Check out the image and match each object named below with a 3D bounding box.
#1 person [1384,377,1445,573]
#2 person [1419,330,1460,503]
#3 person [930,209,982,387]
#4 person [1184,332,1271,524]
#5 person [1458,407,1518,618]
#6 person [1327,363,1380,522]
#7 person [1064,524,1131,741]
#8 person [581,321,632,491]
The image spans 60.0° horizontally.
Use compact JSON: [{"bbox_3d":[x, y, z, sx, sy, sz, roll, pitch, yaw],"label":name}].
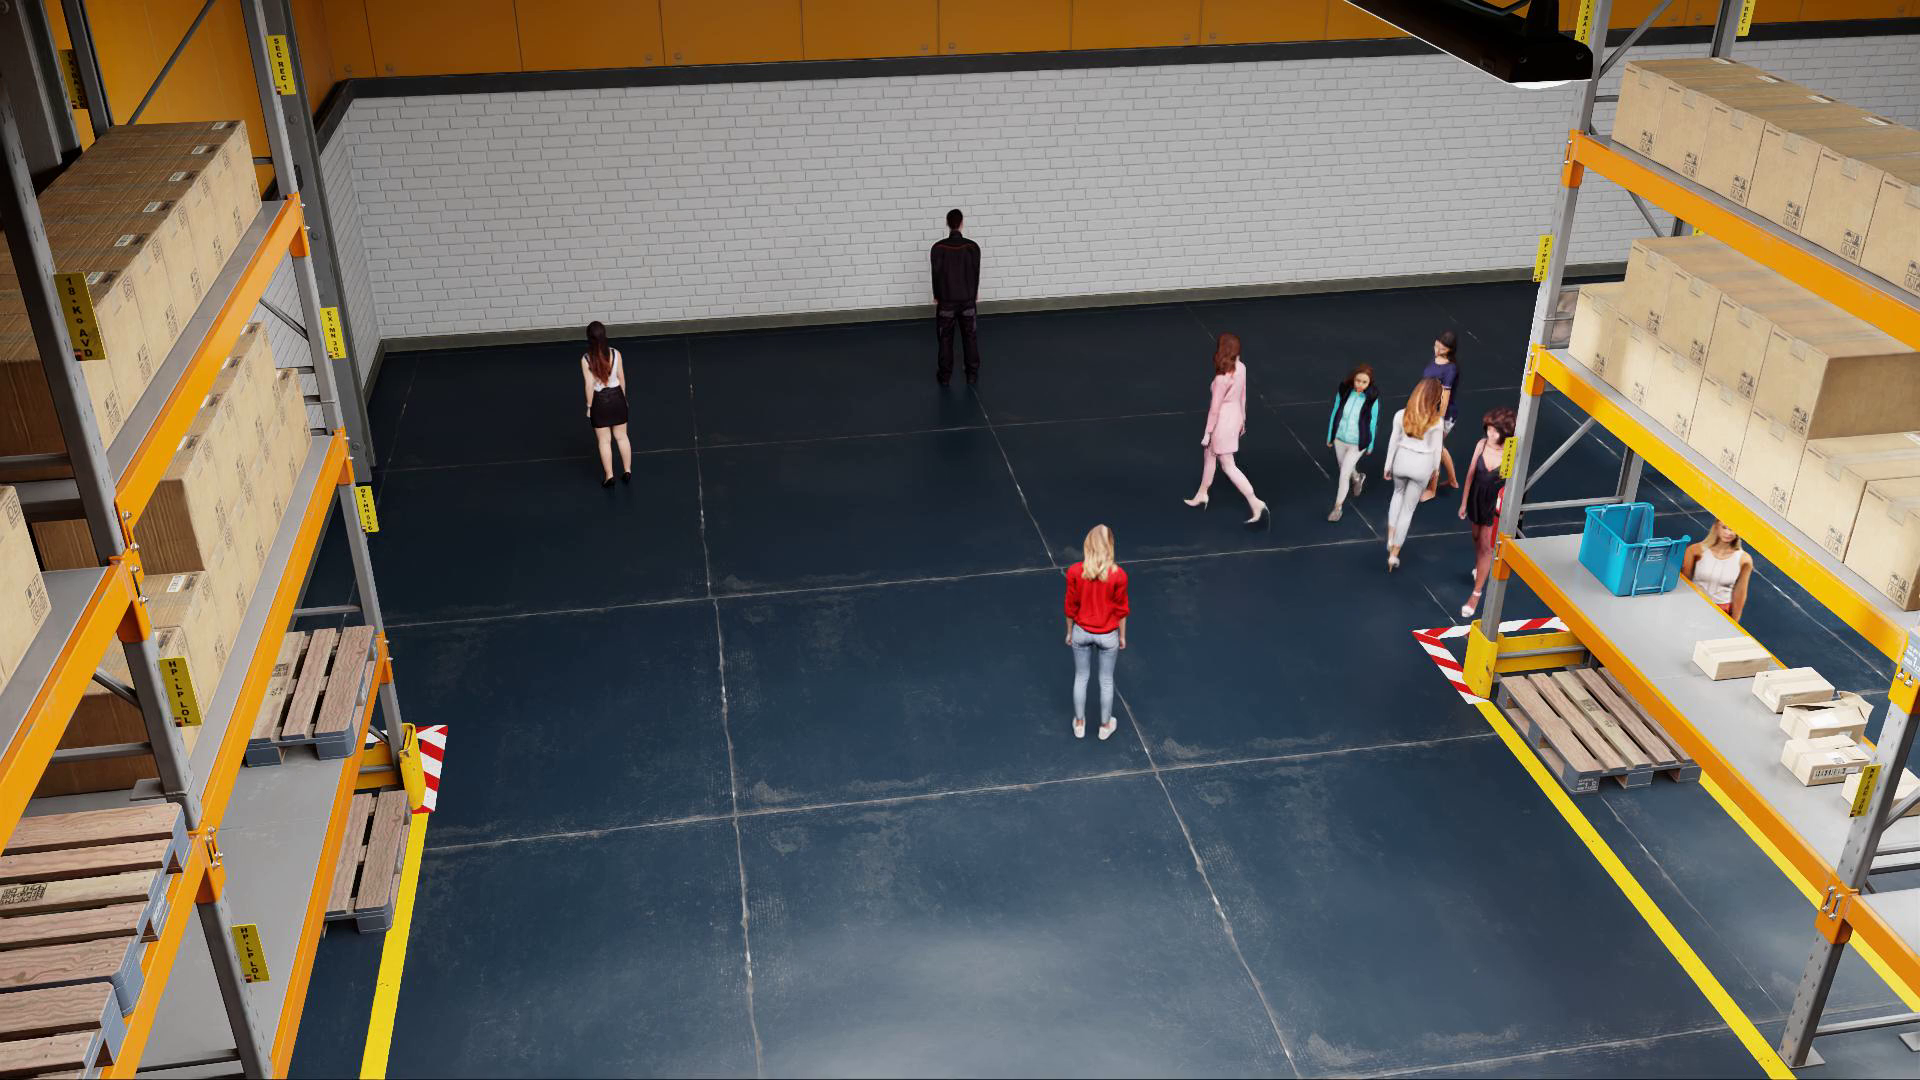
[{"bbox_3d":[3.804,-0.508,14.080,0.765,1.741,0.832,14,32,24],"label":"person"},{"bbox_3d":[4.420,-1.141,15.254,0.807,1.728,0.737,5,29,9],"label":"person"},{"bbox_3d":[-0.036,-2.580,17.701,0.700,1.911,0.600,-2,29,-4],"label":"person"},{"bbox_3d":[2.454,-0.960,14.877,1.164,1.770,1.110,18,33,29],"label":"person"},{"bbox_3d":[4.359,-0.299,13.701,1.044,1.737,1.072,19,34,31],"label":"person"},{"bbox_3d":[3.588,-0.936,15.147,0.956,1.470,1.000,21,35,33],"label":"person"},{"bbox_3d":[0.970,0.672,11.955,0.686,1.704,0.641,5,29,9],"label":"person"},{"bbox_3d":[-3.300,-1.256,15.547,0.623,1.650,0.624,-16,33,-27],"label":"person"}]
